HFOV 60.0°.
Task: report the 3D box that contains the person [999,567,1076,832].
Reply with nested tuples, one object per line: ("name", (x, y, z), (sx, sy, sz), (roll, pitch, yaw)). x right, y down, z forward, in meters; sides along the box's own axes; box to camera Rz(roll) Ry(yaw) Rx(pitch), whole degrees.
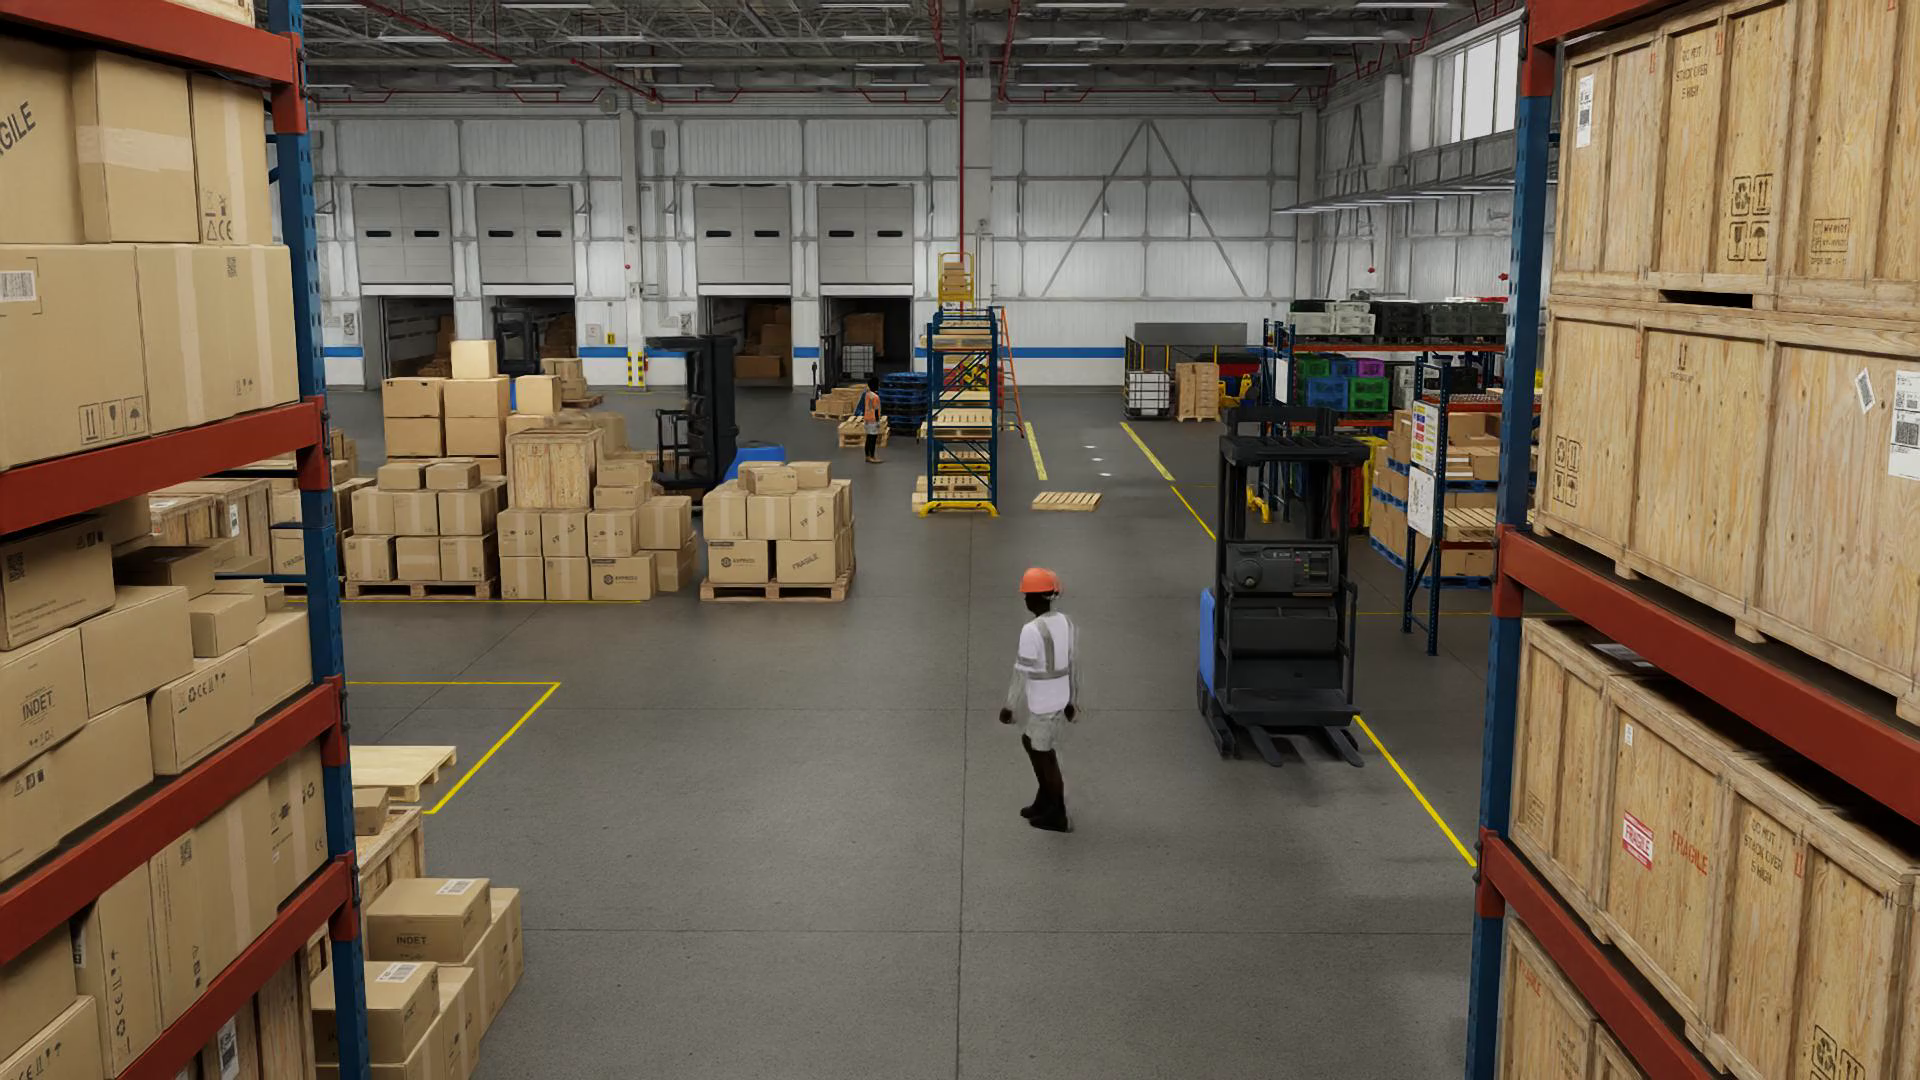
("person", (0.550, 1.145, 11.905), (0.592, 1.911, 0.540), (5, 11, 28))

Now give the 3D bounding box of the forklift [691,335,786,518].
("forklift", (-3.780, -1.824, 26.224), (1.873, 2.768, 1.129), (-4, 11, -24))

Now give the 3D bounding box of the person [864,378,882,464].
("person", (-1.718, -2.348, 32.690), (0.322, 1.689, 0.530), (-4, 11, -22))

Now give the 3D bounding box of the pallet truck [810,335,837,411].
("pallet truck", (-3.021, -4.312, 43.126), (1.885, 1.965, 0.823), (3, 10, 17))

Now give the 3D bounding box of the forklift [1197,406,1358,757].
("forklift", (2.693, 0.253, 14.243), (1.129, 2.768, 1.873), (0, 10, 1))

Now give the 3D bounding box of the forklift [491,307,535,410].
("forklift", (-10.749, -4.230, 40.107), (1.129, 2.768, 1.873), (0, 10, 1))
